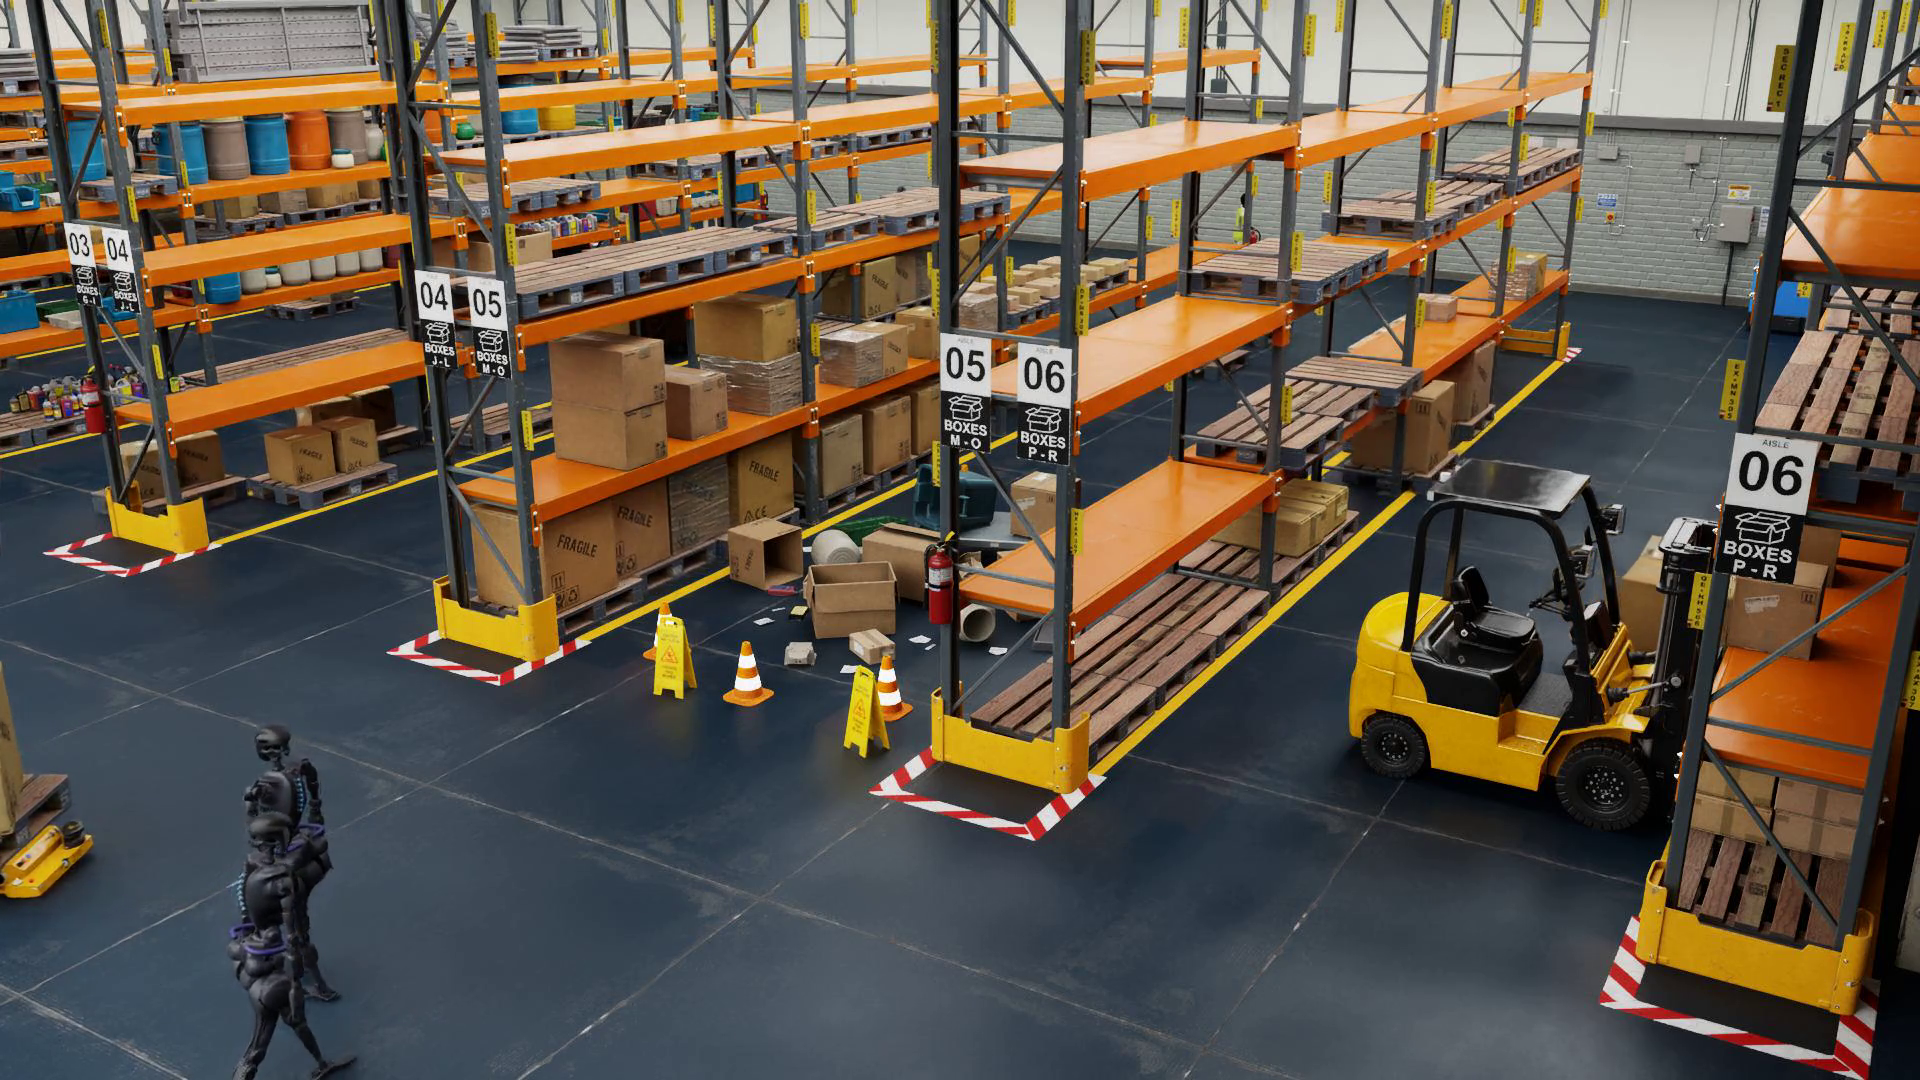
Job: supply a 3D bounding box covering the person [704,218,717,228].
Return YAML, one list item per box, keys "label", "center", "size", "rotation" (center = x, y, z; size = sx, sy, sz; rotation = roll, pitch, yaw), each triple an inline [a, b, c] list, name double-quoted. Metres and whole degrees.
- label: "person"
  center: [-5.241, -7.062, 34.865]
  size: [0.489, 1.688, 0.352]
  rotation: [-6, 20, -17]

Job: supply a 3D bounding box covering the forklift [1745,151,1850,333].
- label: "forklift"
  center: [13.620, -4.667, 26.137]
  size: [1.873, 2.768, 1.129]
  rotation: [11, 22, 29]

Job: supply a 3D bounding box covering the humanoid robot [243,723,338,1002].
- label: "humanoid robot"
  center: [-3.784, 1.796, 9.282]
  size: [0.568, 1.643, 0.608]
  rotation: [7, 20, 18]

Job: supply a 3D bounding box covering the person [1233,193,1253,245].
- label: "person"
  center: [5.147, -5.480, 30.285]
  size: [0.320, 1.686, 0.538]
  rotation: [-1, 19, -4]

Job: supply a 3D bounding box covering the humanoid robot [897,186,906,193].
- label: "humanoid robot"
  center: [-1.081, -5.855, 31.401]
  size: [0.601, 1.646, 0.423]
  rotation: [5, 20, 15]

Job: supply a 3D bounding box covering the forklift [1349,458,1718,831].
- label: "forklift"
  center: [3.988, 0.658, 11.776]
  size: [2.313, 2.155, 1.214]
  rotation: [11, 22, 29]

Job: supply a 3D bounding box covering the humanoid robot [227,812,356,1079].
- label: "humanoid robot"
  center: [-3.523, 2.141, 8.380]
  size: [0.604, 1.619, 0.828]
  rotation: [18, 26, 41]

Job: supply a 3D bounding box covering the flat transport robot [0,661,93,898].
- label: "flat transport robot"
  center: [-6.456, 2.054, 10.677]
  size: [1.431, 0.231, 0.659]
  rotation: [0, 19, 1]
